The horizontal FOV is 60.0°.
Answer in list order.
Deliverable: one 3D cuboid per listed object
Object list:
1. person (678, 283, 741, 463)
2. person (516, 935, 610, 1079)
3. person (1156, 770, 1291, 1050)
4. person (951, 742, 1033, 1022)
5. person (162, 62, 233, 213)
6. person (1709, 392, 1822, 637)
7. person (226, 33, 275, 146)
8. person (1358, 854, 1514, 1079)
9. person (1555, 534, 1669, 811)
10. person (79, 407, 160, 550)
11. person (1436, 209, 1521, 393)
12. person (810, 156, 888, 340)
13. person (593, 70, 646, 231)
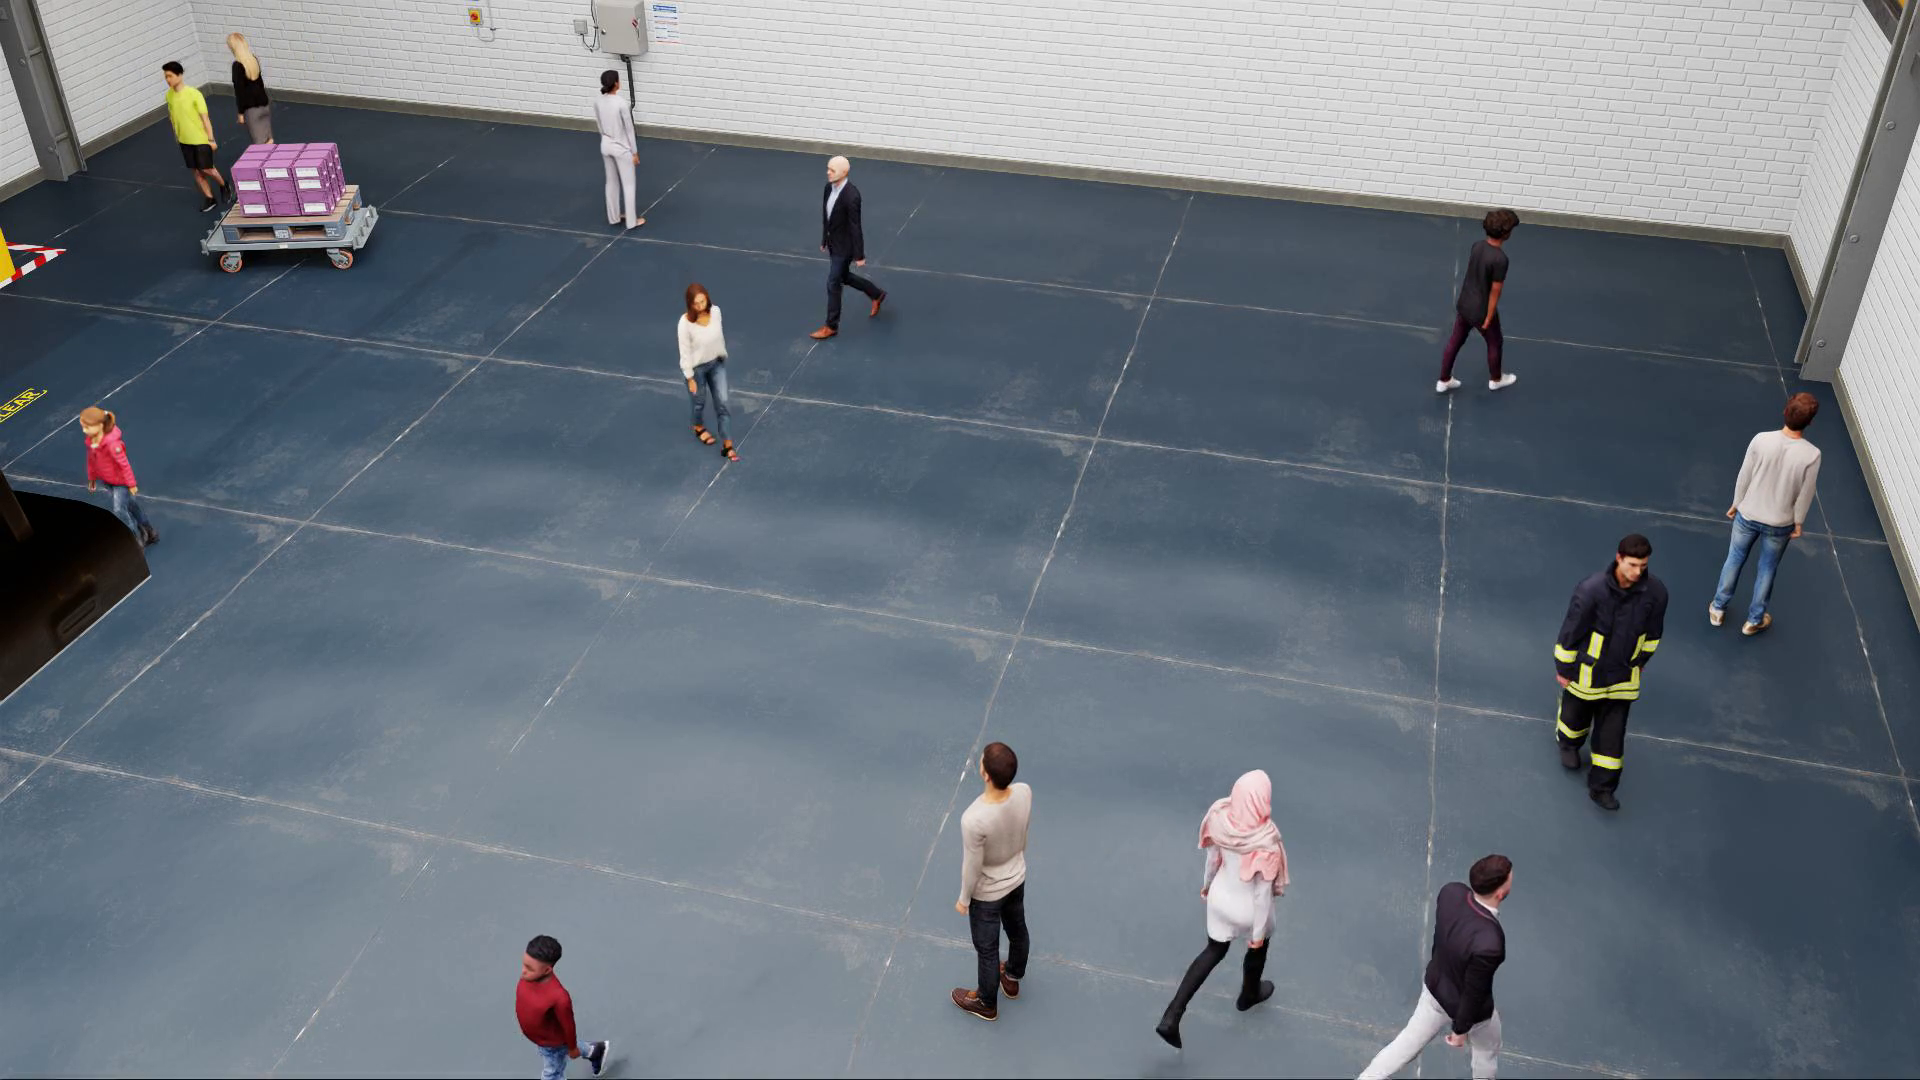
[{"bbox_3d":[-2.191,-1.484,14.072,0.986,1.633,1.013,-28,43,-35],"label":"person"},{"bbox_3d":[-2.047,2.458,8.494,0.868,1.242,0.741,-28,43,-35],"label":"person"},{"bbox_3d":[1.396,1.969,8.749,1.205,1.776,1.027,-26,41,-33],"label":"person"},{"bbox_3d":[0.195,1.826,8.880,0.801,1.868,0.681,28,43,35],"label":"person"},{"bbox_3d":[-8.519,-4.529,18.597,0.645,1.695,0.718,6,34,10],"label":"person"},{"bbox_3d":[5.756,-0.180,11.867,0.739,1.902,0.699,22,39,29],"label":"person"},{"bbox_3d":[-8.019,-4.863,18.967,0.863,1.841,0.597,11,35,16],"label":"person"},{"bbox_3d":[2.358,2.291,8.252,1.128,1.790,1.290,-7,34,-10],"label":"person"},{"bbox_3d":[4.060,0.702,10.545,0.906,1.897,1.094,3,34,5],"label":"person"},{"bbox_3d":[-6.468,-0.489,12.876,0.643,1.301,0.745,22,39,29],"label":"person"},{"bbox_3d":[4.579,-2.096,14.888,1.053,1.750,1.014,-16,37,-23],"label":"person"},{"bbox_3d":[-1.071,-2.843,15.987,1.228,1.776,1.155,-19,38,-26],"label":"person"},{"bbox_3d":[-3.751,-4.264,18.165,0.671,1.732,0.617,18,37,24],"label":"person"}]
